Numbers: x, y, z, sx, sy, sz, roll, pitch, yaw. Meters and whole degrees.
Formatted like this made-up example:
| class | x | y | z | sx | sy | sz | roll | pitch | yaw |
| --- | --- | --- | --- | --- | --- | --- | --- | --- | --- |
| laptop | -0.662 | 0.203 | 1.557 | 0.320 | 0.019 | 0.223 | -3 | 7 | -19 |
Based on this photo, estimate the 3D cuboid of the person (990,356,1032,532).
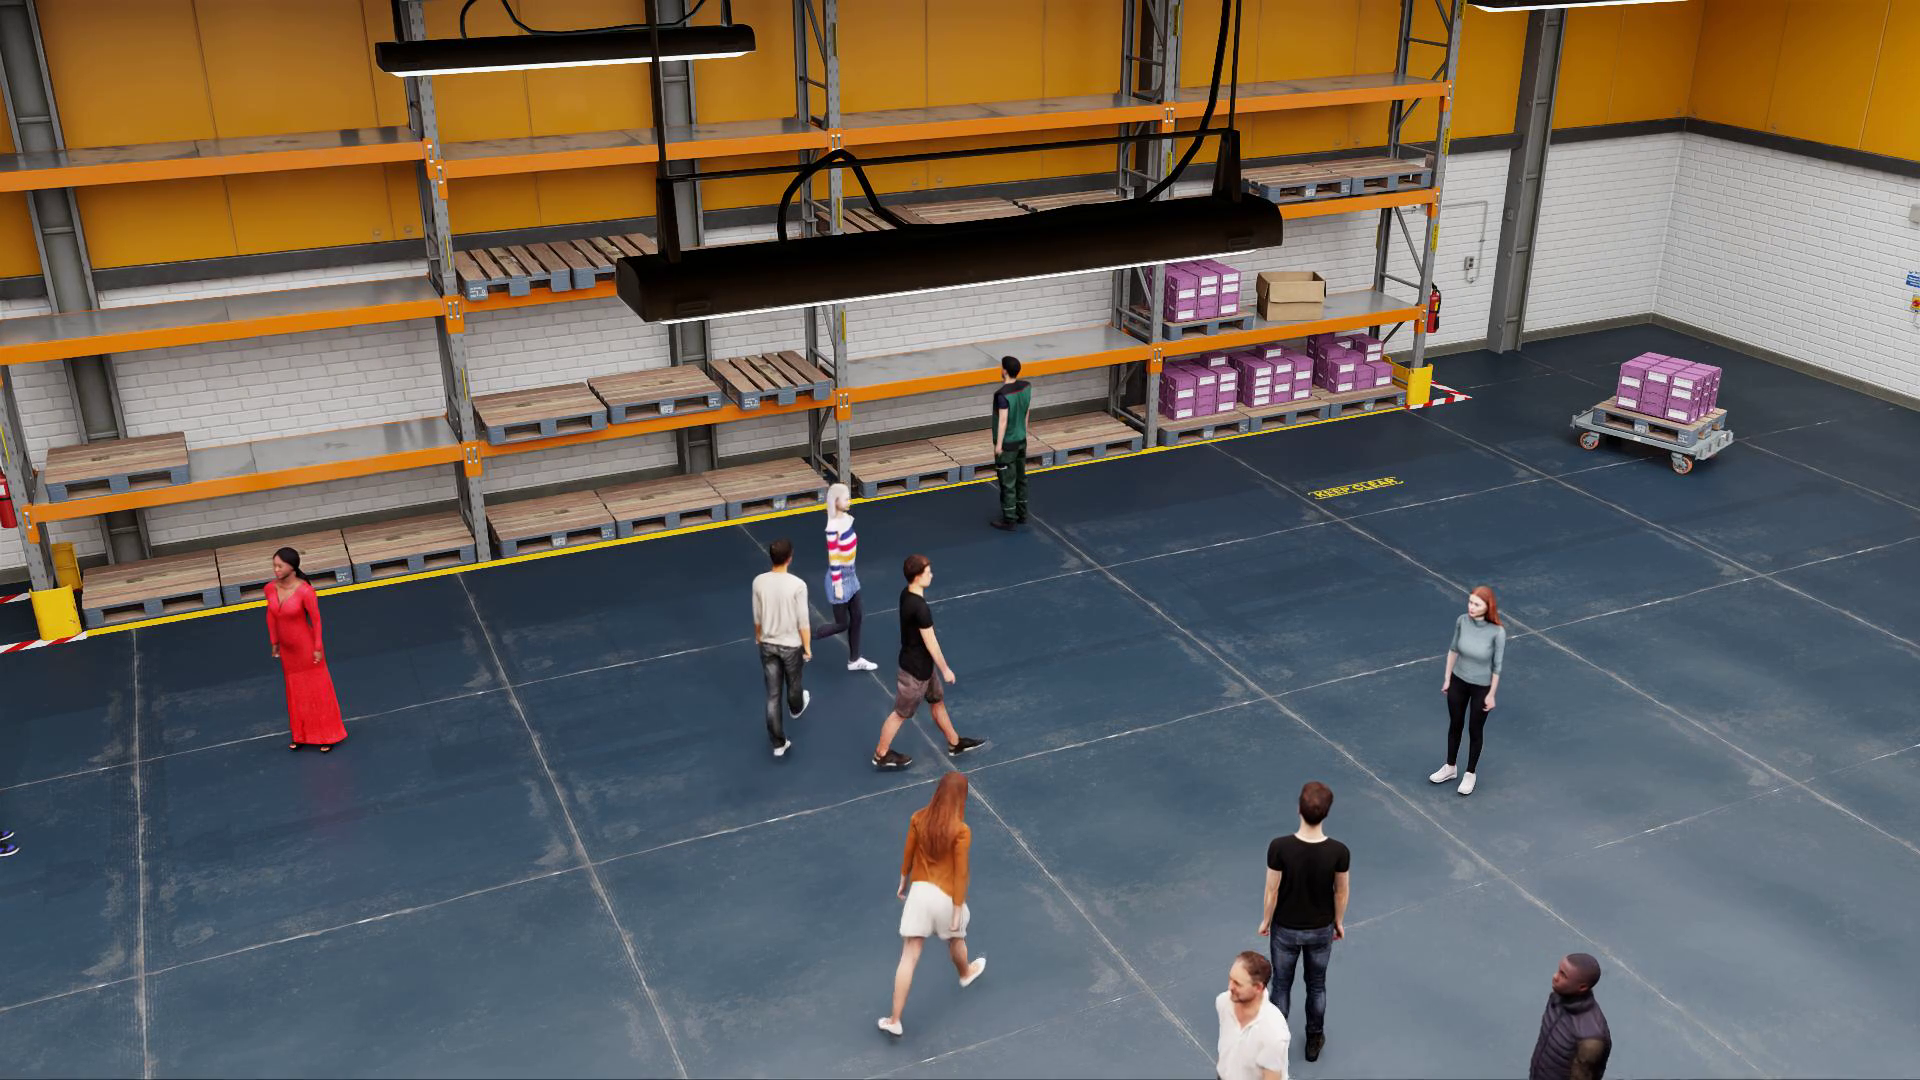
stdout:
| class | x | y | z | sx | sy | sz | roll | pitch | yaw |
| --- | --- | --- | --- | --- | --- | --- | --- | --- | --- |
| person | 0.544 | -1.044 | 17.706 | 0.822 | 1.899 | 0.692 | 16 | 28 | 32 |

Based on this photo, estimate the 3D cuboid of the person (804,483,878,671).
| class | x | y | z | sx | sy | sz | roll | pitch | yaw |
| --- | --- | --- | --- | --- | --- | --- | --- | --- | --- |
| person | -1.121 | 0.348 | 14.656 | 1.094 | 1.790 | 1.015 | 7 | 25 | 16 |

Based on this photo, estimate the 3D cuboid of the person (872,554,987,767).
| class | x | y | z | sx | sy | sz | roll | pitch | yaw |
| --- | --- | --- | --- | --- | --- | --- | --- | --- | --- |
| person | -0.350 | 0.998 | 13.142 | 1.247 | 1.812 | 0.896 | -3 | 24 | -7 |

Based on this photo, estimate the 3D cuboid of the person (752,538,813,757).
| class | x | y | z | sx | sy | sz | roll | pitch | yaw |
| --- | --- | --- | --- | --- | --- | --- | --- | --- | --- |
| person | -1.465 | 0.900 | 13.428 | 1.196 | 1.762 | 1.157 | 4 | 24 | 8 |

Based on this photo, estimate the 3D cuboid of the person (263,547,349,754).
| class | x | y | z | sx | sy | sz | roll | pitch | yaw |
| --- | --- | --- | --- | --- | --- | --- | --- | --- | --- |
| person | -5.318 | 0.887 | 13.431 | 0.712 | 1.784 | 0.791 | 5 | 24 | 11 |

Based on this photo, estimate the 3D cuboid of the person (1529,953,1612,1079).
| class | x | y | z | sx | sy | sz | roll | pitch | yaw |
| --- | --- | --- | --- | --- | --- | --- | --- | --- | --- |
| person | 3.192 | 2.943 | 8.677 | 1.058 | 1.825 | 0.918 | -1 | 24 | -2 |

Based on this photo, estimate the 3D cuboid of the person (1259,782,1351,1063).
| class | x | y | z | sx | sy | sz | roll | pitch | yaw |
| --- | --- | --- | --- | --- | --- | --- | --- | --- | --- |
| person | 2.070 | 2.315 | 10.024 | 0.696 | 1.897 | 0.818 | 2 | 24 | 4 |

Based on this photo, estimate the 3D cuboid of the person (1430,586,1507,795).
| class | x | y | z | sx | sy | sz | roll | pitch | yaw |
| --- | --- | --- | --- | --- | --- | --- | --- | --- | --- |
| person | 3.963 | 1.150 | 12.881 | 0.624 | 1.742 | 0.648 | -21 | 31 | -40 |

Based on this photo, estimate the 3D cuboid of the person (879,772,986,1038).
| class | x | y | z | sx | sy | sz | roll | pitch | yaw |
| --- | --- | --- | --- | --- | --- | --- | --- | --- | --- |
| person | -0.196 | 2.301 | 10.351 | 1.142 | 1.660 | 1.240 | 9 | 25 | 19 |

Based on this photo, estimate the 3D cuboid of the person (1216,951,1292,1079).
| class | x | y | z | sx | sy | sz | roll | pitch | yaw |
| --- | --- | --- | --- | --- | --- | --- | --- | --- | --- |
| person | 1.598 | 2.923 | 8.730 | 1.227 | 1.819 | 0.789 | -15 | 28 | -30 |
